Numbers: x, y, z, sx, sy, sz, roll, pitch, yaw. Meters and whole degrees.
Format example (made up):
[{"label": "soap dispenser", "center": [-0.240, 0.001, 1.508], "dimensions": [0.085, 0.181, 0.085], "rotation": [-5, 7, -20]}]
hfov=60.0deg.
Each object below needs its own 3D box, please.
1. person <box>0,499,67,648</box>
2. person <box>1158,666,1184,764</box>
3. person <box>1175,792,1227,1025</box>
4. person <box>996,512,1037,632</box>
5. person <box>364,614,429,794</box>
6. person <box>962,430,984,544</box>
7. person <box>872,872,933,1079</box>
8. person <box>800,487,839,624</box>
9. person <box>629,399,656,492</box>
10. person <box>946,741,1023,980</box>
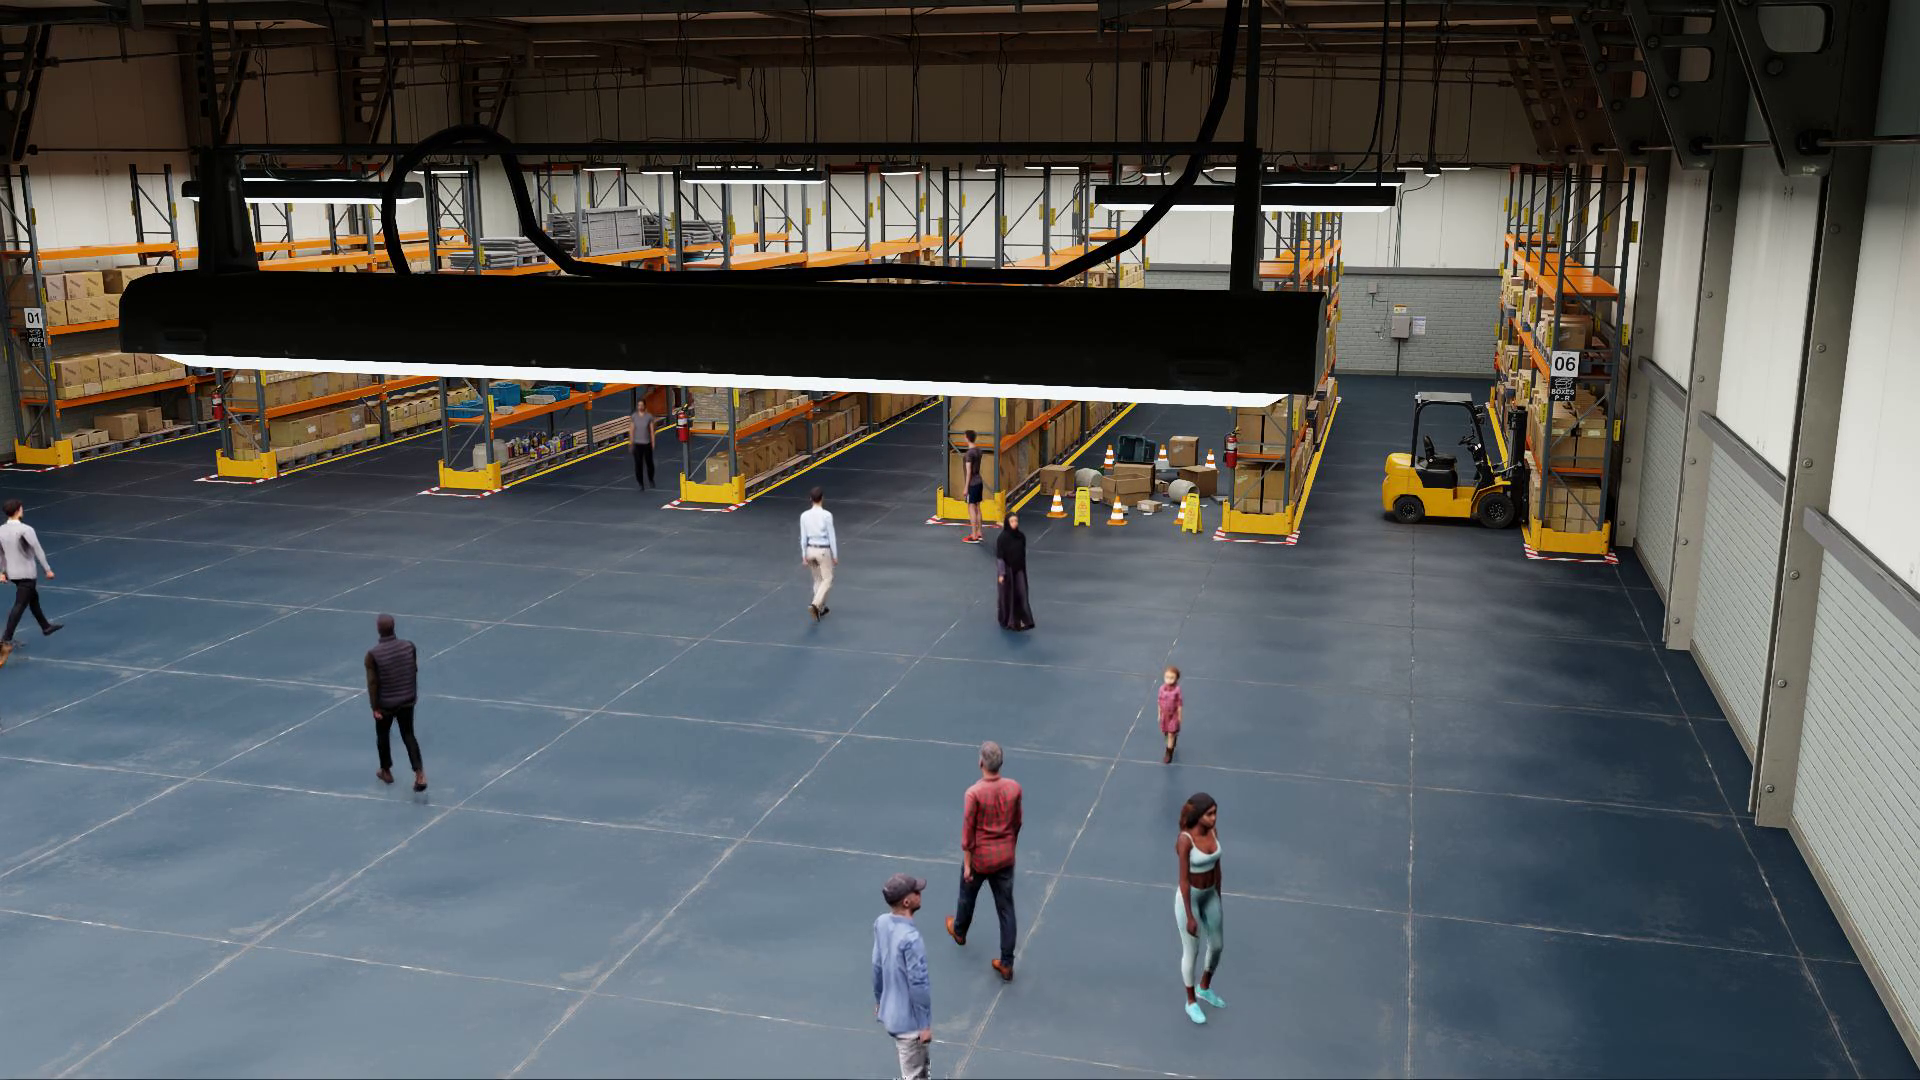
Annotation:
[{"label": "person", "center": [-12.071, 0.461, 21.275], "dimensions": [0.871, 1.884, 1.288], "rotation": [6, 14, 23]}, {"label": "person", "center": [2.214, 1.806, 17.387], "dimensions": [0.480, 1.017, 0.626], "rotation": [6, 14, 24]}, {"label": "person", "center": [1.701, 2.651, 12.175], "dimensions": [0.715, 1.722, 0.778], "rotation": [-8, 15, -31]}, {"label": "person", "center": [0.655, 0.400, 22.152], "dimensions": [0.985, 1.606, 1.118], "rotation": [-5, 14, -21]}, {"label": "person", "center": [-5.521, 1.637, 16.386], "dimensions": [1.218, 1.797, 1.206], "rotation": [-10, 16, -36]}, {"label": "person", "center": [0.218, -0.886, 27.165], "dimensions": [0.750, 1.851, 0.551], "rotation": [6, 14, 25]}, {"label": "person", "center": [-0.397, 2.993, 10.380], "dimensions": [1.115, 1.866, 1.093], "rotation": [-7, 15, -26]}, {"label": "person", "center": [-1.911, 0.228, 22.421], "dimensions": [0.691, 1.819, 1.050], "rotation": [4, 14, 19]}, {"label": "person", "center": [-6.005, -1.813, 31.405], "dimensions": [0.726, 1.744, 0.757], "rotation": [-1, 13, -4]}, {"label": "person", "center": [0.280, 2.483, 12.742], "dimensions": [1.124, 1.794, 1.252], "rotation": [-5, 14, -22]}]
